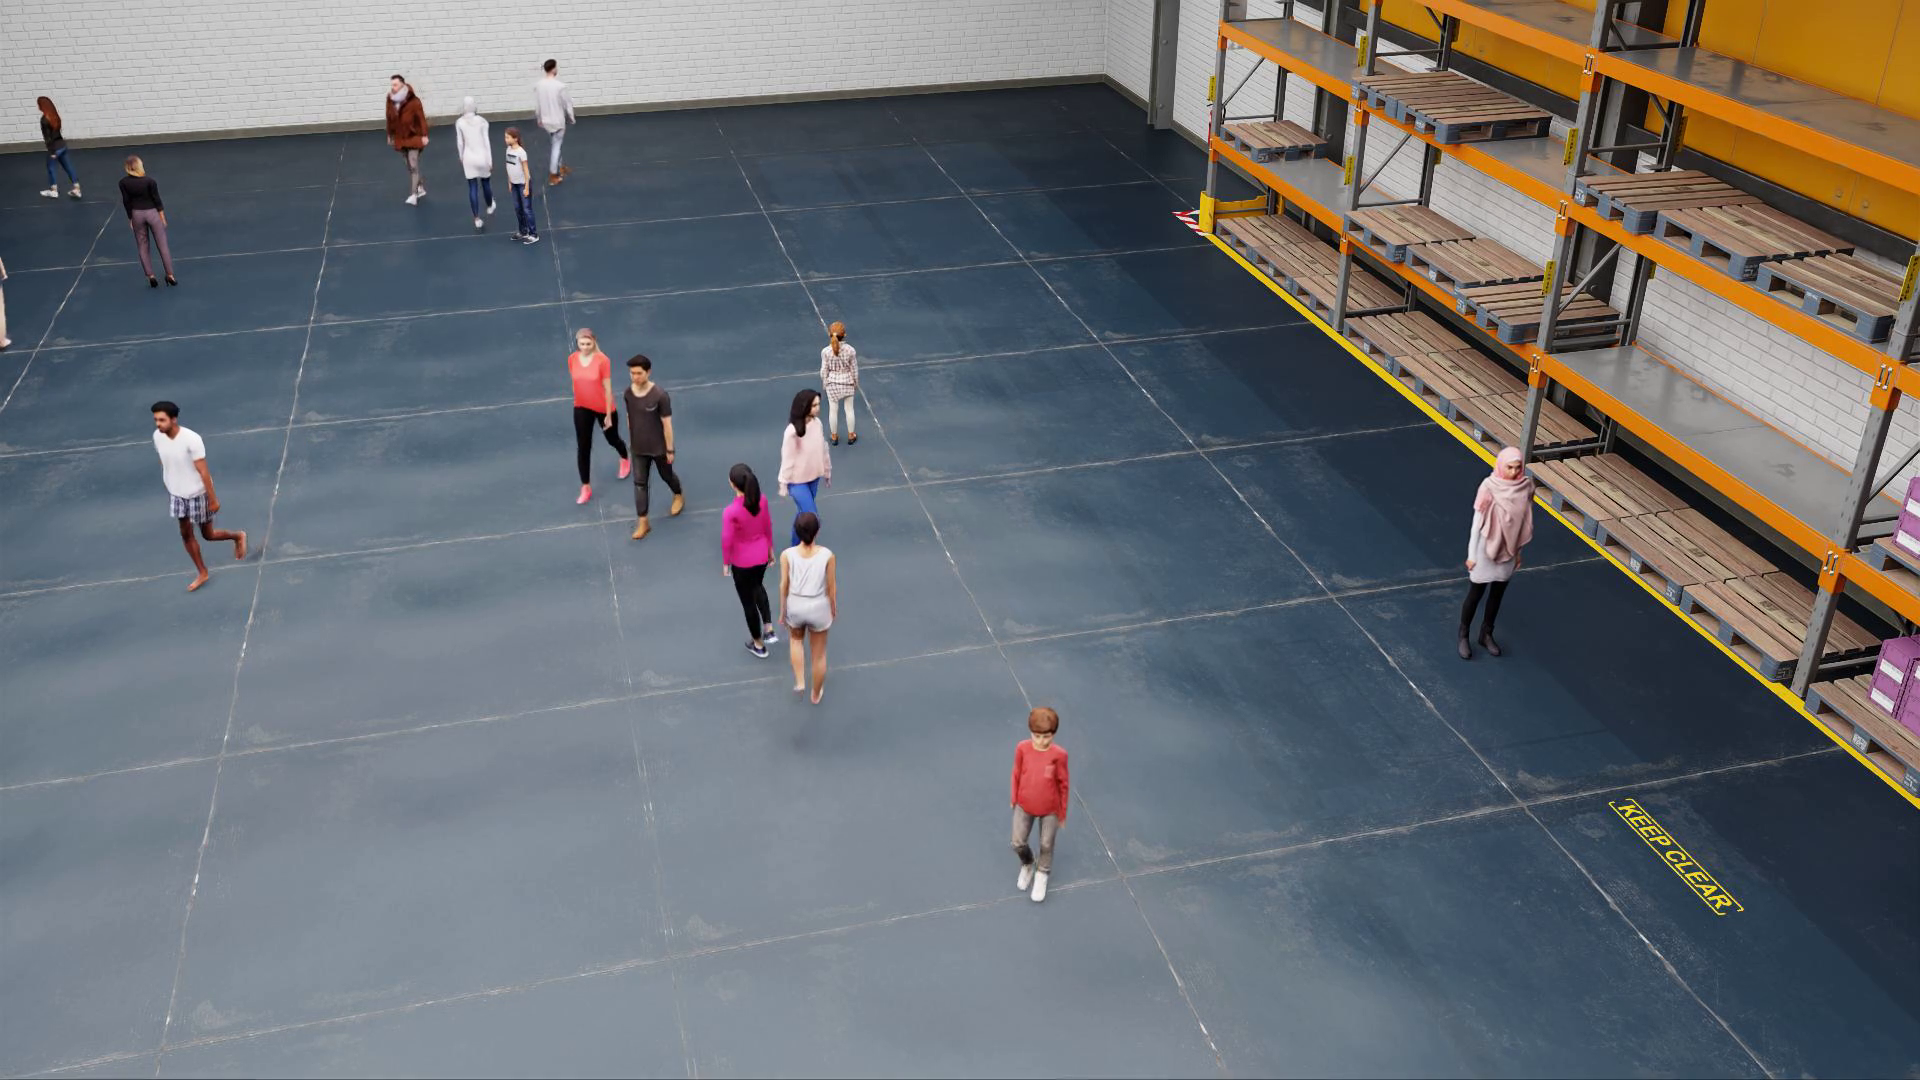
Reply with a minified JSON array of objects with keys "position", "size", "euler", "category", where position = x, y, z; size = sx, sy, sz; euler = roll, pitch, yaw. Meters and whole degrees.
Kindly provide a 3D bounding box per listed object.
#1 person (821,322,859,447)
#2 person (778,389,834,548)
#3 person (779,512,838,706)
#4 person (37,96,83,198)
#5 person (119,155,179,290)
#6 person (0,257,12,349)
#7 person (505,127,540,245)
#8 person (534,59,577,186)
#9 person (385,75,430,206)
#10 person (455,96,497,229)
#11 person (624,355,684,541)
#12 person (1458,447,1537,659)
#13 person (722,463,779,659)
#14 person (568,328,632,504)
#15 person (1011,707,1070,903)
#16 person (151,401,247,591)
[{"position":[-1.204,-1.578,16.705],"size":[0.566,1.313,0.572],"euler":[-2,29,-4],"category":"person"},{"position":[-1.416,-0.502,14.279],"size":[0.894,1.748,0.838],"euler":[20,34,32],"category":"person"},{"position":[-1.146,0.557,12.485],"size":[0.654,1.605,0.642],"euler":[0,29,0],"category":"person"},{"position":[-12.996,-5.665,24.039],"size":[0.789,1.464,0.800],"euler":[2,29,4],"category":"person"},{"position":[-10.113,-3.955,20.688],"size":[0.609,1.671,0.557],"euler":[-5,29,-9],"category":"person"},{"position":[-11.101,-2.945,18.872],"size":[0.625,1.638,0.588],"euler":[-5,29,-9],"category":"person"},{"position":[-5.902,-4.780,22.324],"size":[0.616,1.553,0.693],"euler":[21,35,33],"category":"person"},{"position":[-6.030,-6.144,24.560],"size":[0.964,1.806,1.058],"euler":[9,30,16],"category":"person"},{"position":[-7.873,-5.763,23.866],"size":[1.004,1.802,1.143],"euler":[7,29,12],"category":"person"},{"position":[-6.643,-5.129,22.789],"size":[0.804,1.721,1.243],"euler":[-3,29,-5],"category":"person"},{"position":[-2.763,-0.909,15.095],"size":[0.982,1.681,1.185],"euler":[7,29,13],"category":"person"},{"position":[4.224,0.096,13.123],"size":[0.649,1.803,0.604],"euler":[-5,29,-8],"category":"person"},{"position":[-1.593,0.191,13.066],"size":[0.723,1.692,0.752],"euler":[-25,37,-38],"category":"person"},{"position":[-3.398,-1.238,15.723],"size":[0.884,1.657,1.172],"euler":[4,29,7],"category":"person"},{"position":[0.518,1.650,10.682],"size":[0.621,1.414,0.649],"euler":[8,30,14],"category":"person"},{"position":[-6.513,-0.438,14.200],"size":[0.908,1.709,1.013],"euler":[9,30,17],"category":"person"}]
